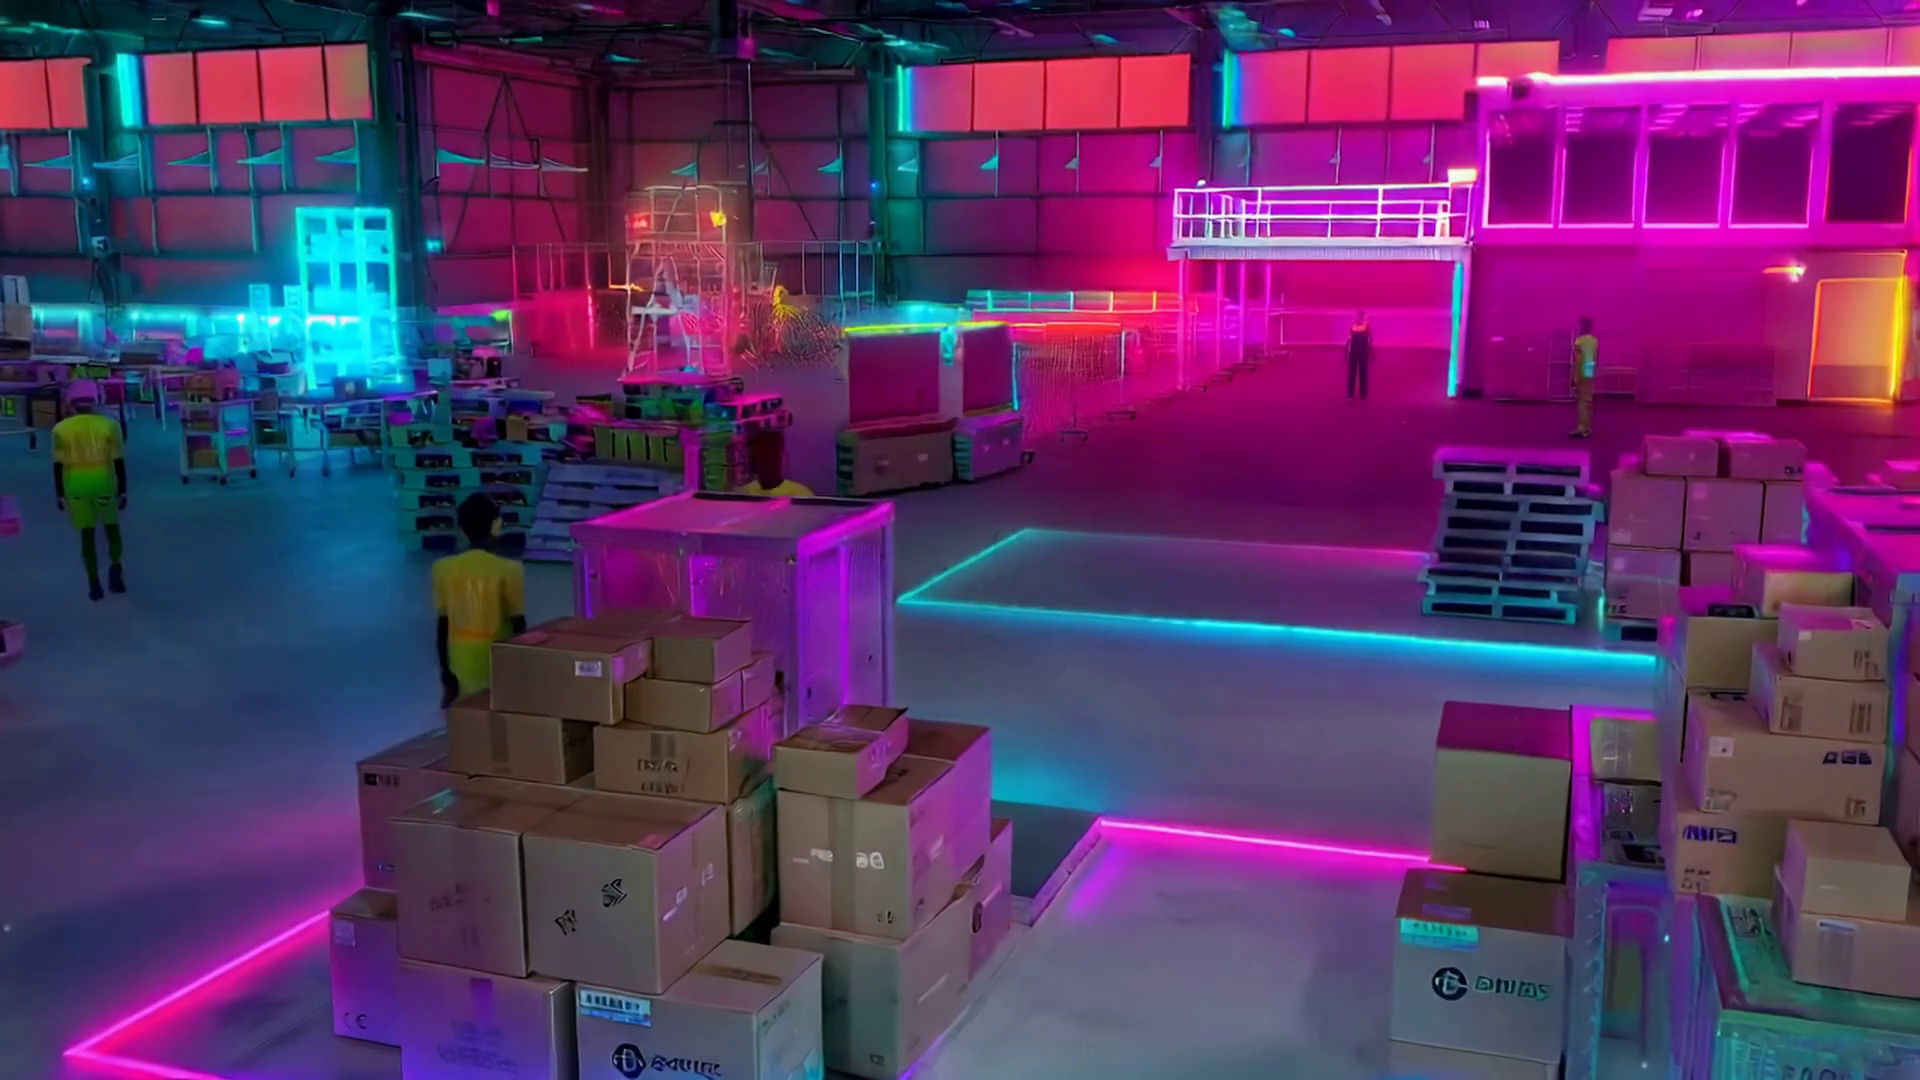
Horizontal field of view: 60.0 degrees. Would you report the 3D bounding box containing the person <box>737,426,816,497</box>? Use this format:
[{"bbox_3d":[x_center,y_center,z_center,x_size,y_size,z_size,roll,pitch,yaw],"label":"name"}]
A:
[{"bbox_3d":[-1.086,0.264,10.186,0.621,1.952,0.561,6,12,30],"label":"person"}]

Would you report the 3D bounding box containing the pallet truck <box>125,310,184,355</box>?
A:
[{"bbox_3d":[-22.038,-5.665,45.457,0.704,1.261,1.522,3,11,17],"label":"pallet truck"}]

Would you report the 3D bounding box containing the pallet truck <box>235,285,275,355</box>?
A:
[{"bbox_3d":[-18.327,-5.835,44.421,0.823,1.965,1.885,4,11,23],"label":"pallet truck"}]

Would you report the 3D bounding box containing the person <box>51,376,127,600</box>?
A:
[{"bbox_3d":[-7.458,-0.441,14.278,0.546,1.924,0.406,-6,12,-29],"label":"person"}]

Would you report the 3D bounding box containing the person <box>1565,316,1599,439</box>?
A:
[{"bbox_3d":[9.783,-2.537,26.069,0.394,1.920,0.587,9,14,43],"label":"person"}]

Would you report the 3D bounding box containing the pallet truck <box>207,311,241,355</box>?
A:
[{"bbox_3d":[-19.537,-5.575,44.913,0.653,1.274,1.630,3,11,19],"label":"pallet truck"}]

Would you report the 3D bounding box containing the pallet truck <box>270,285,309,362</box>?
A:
[{"bbox_3d":[-17.147,-5.700,43.663,0.823,1.965,1.885,3,11,17],"label":"pallet truck"}]

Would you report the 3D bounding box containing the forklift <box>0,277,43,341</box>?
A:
[{"bbox_3d":[-27.151,-6.329,46.328,1.157,1.987,2.680,3,11,17],"label":"forklift"}]

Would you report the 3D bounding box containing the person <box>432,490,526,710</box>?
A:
[{"bbox_3d":[-2.335,0.698,8.067,0.529,1.845,0.655,2,10,12],"label":"person"}]

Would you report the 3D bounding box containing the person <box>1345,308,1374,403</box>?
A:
[{"bbox_3d":[7.659,-3.536,31.925,0.505,1.839,0.344,4,11,21],"label":"person"}]

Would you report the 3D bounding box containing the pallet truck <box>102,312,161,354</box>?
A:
[{"bbox_3d":[-23.057,-5.777,46.261,0.680,1.201,1.601,3,11,19],"label":"pallet truck"}]
